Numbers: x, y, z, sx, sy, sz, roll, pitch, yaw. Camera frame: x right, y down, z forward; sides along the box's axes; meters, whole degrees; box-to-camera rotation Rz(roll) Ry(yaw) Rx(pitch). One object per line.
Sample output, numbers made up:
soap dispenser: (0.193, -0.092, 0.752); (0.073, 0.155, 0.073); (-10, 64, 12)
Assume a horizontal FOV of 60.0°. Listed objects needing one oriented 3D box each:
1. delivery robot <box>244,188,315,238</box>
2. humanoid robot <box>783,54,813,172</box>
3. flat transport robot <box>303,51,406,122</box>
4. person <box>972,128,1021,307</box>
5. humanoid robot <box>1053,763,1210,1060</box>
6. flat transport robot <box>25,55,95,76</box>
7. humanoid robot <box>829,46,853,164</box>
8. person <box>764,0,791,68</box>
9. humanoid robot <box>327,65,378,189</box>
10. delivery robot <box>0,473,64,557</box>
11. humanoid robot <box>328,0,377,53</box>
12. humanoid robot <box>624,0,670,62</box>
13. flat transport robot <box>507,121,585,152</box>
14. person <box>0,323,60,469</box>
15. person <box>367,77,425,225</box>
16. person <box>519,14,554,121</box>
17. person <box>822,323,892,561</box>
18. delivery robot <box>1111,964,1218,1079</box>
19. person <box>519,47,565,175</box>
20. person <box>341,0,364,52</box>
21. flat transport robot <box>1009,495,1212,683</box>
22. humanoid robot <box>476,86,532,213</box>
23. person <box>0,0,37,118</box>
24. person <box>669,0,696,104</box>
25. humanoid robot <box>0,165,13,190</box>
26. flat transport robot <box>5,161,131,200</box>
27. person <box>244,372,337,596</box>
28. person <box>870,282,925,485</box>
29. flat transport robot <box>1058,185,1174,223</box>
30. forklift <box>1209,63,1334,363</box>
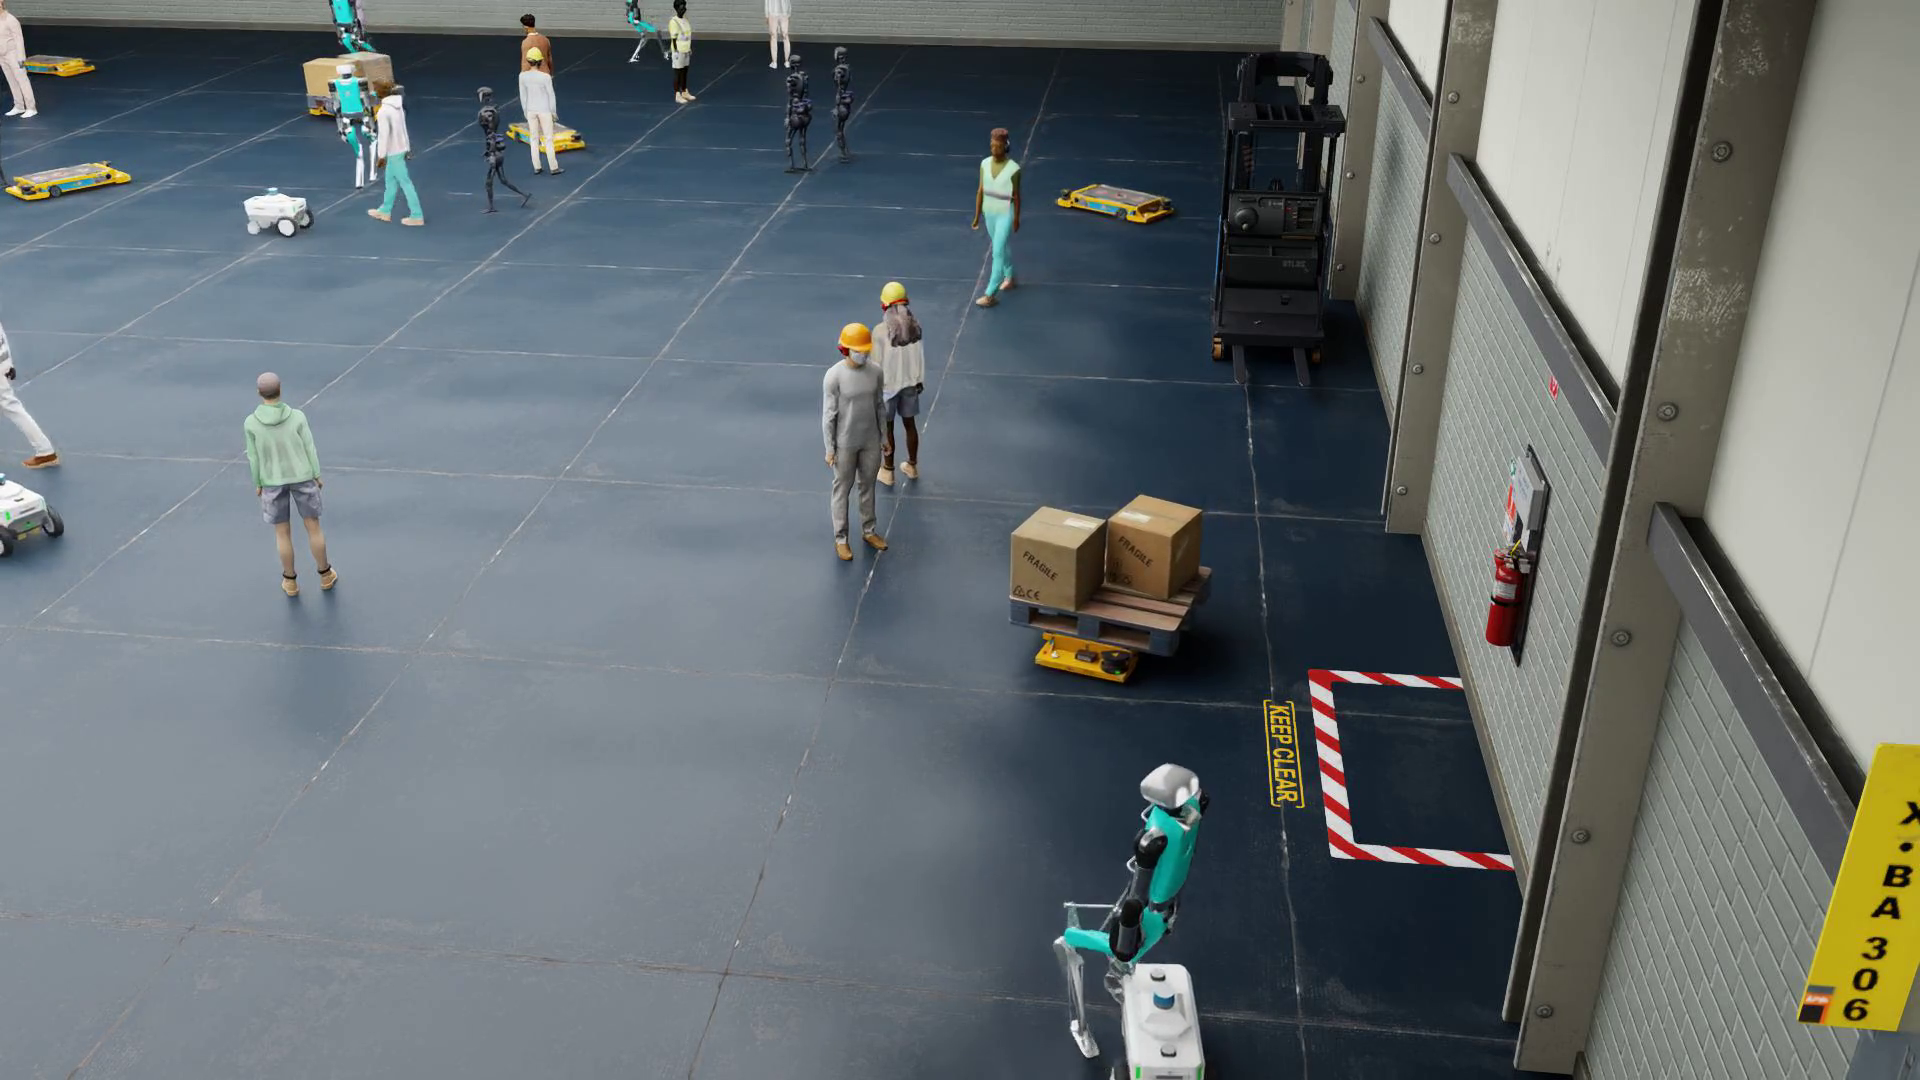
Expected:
delivery robot: (-8.671, -4.166, 21.134); (0.791, 0.592, 0.499); (4, 27, 8)
humanoid robot: (-2.308, -6.085, 23.704); (0.346, 1.647, 0.609); (12, 29, 22)
flat transport robot: (-9.876, -7.050, 27.212); (1.431, 0.231, 0.659); (12, 29, 23)
person: (0.437, -3.630, 18.546); (0.482, 1.930, 1.035); (17, 31, 30)
humanoid robot: (0.733, 1.781, 7.965); (0.838, 1.790, 0.530); (18, 32, 31)
flat transport robot: (-16.689, -8.694, 30.494); (1.431, 0.231, 0.659); (9, 28, 17)
humanoid robot: (-1.725, -6.312, 24.179); (0.322, 1.660, 0.602); (2, 27, 3)
person: (-3.352, -9.648, 30.621); (0.493, 1.870, 0.400); (-6, 27, -12)
humanoid robot: (-8.254, -5.681, 22.862); (0.538, 1.748, 0.996); (-3, 27, -6)
delivery robot: (-7.627, -0.252, 13.296); (0.747, 0.570, 0.499); (17, 31, 30)
humanoid robot: (-10.602, -8.926, 29.353); (0.552, 1.773, 0.959); (8, 28, 15)
humanoid robot: (-5.875, -9.885, 31.275); (0.907, 1.791, 0.548); (-14, 30, -26)
flat transport robot: (-6.376, -6.210, 25.535); (0.659, 0.231, 1.431); (-18, 32, -32)
person: (-8.424, -1.458, 14.304); (0.976, 1.831, 0.592); (-4, 27, -8)
person: (-7.344, -4.944, 21.203); (0.881, 1.884, 0.519); (2, 27, 3)
person: (-6.520, -7.173, 25.692); (0.415, 1.852, 0.790); (11, 29, 21)
person: (-0.805, -0.775, 12.873); (0.561, 1.896, 0.357); (-16, 31, -29)
delivery robot: (0.970, 2.404, 8.013); (0.499, 0.587, 0.782); (0, 27, 1)
person: (-5.956, -6.074, 23.591); (0.523, 1.769, 0.321); (7, 27, 14)
person: (-10.883, -9.307, 29.766); (0.472, 2.026, 0.620); (5, 27, 10)
flat transport robot: (1.101, 0.566, 12.009); (0.659, 0.231, 1.431); (11, 29, 21)
humanoid robot: (-6.047, -5.128, 21.838); (0.726, 1.629, 0.603); (-9, 28, -18)
person: (-15.393, -7.820, 26.923); (0.642, 1.909, 0.404); (15, 30, 27)
person: (-4.680, -8.236, 27.981); (0.321, 1.698, 0.536); (10, 28, 18)
humanoid robot: (-13.380, -5.659, 22.859); (0.330, 1.655, 0.590); (-17, 31, -31)
flat transport robot: (-12.389, -4.990, 23.100); (0.659, 0.231, 1.431); (21, 33, 36)
person: (-4.969, -0.407, 12.306); (0.472, 1.743, 0.342); (-10, 28, -20)
person: (-0.524, -1.324, 14.124); (0.540, 1.757, 0.409); (-15, 30, -27)
flat transport robot: (2.064, -4.474, 22.071); (1.431, 0.231, 0.659); (21, 33, 35)
forklift: (3.241, -3.477, 17.183); (1.129, 2.768, 1.873); (3, 27, 6)
